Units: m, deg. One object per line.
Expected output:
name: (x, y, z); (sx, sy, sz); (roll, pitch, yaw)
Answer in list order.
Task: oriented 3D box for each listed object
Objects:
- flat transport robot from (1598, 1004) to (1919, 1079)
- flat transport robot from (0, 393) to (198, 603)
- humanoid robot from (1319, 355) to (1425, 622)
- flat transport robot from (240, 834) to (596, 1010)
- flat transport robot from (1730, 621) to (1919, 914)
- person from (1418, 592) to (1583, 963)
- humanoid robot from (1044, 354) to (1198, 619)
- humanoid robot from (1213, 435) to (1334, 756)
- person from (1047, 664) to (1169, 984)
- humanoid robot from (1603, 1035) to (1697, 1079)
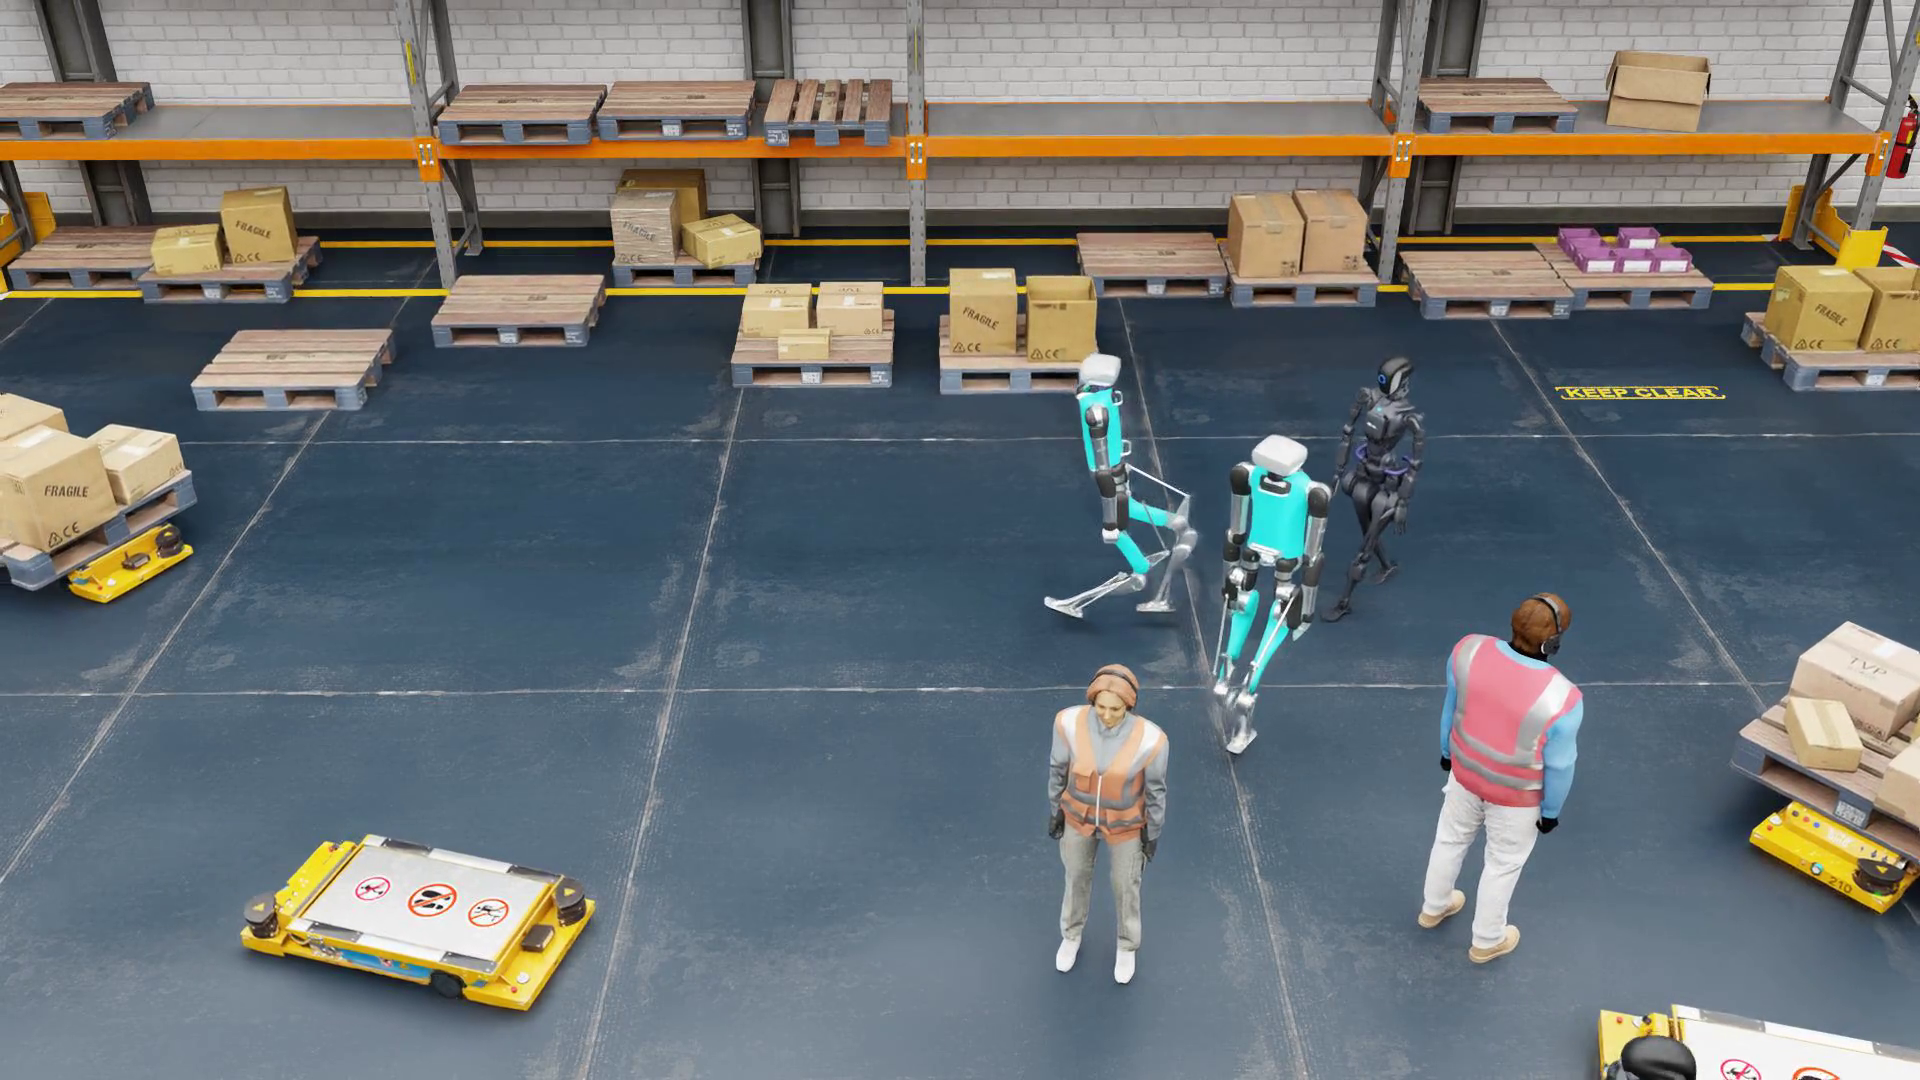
flat transport robot: (3.333, 2.258, 6.652); (1.431, 0.231, 0.659); (8, 32, 13)
flat transport robot: (-5.576, 0.002, 10.407); (1.431, 0.231, 0.659); (15, 34, 23)
humanoid robot: (2.433, -0.346, 9.673); (0.789, 1.627, 0.585); (-23, 38, -33)
flat transport robot: (-2.460, 1.709, 7.566); (1.431, 0.231, 0.659); (8, 32, 14)
flat transport robot: (4.599, 1.302, 8.244); (1.431, 0.231, 0.659); (-23, 38, -33)
person: (2.344, 1.020, 7.201); (0.431, 1.836, 0.629); (-24, 38, -34)
humanoid robot: (1.014, -0.216, 9.367); (1.025, 1.732, 0.536); (2, 31, 4)
humanoid robot: (1.448, 0.406, 8.349); (0.542, 1.820, 0.741); (20, 36, 30)
person: (0.619, 1.204, 7.084); (0.506, 1.629, 0.314); (11, 33, 17)
humanoid robot: (2.099, 2.201, 5.377); (0.391, 1.647, 0.601); (3, 31, 5)
